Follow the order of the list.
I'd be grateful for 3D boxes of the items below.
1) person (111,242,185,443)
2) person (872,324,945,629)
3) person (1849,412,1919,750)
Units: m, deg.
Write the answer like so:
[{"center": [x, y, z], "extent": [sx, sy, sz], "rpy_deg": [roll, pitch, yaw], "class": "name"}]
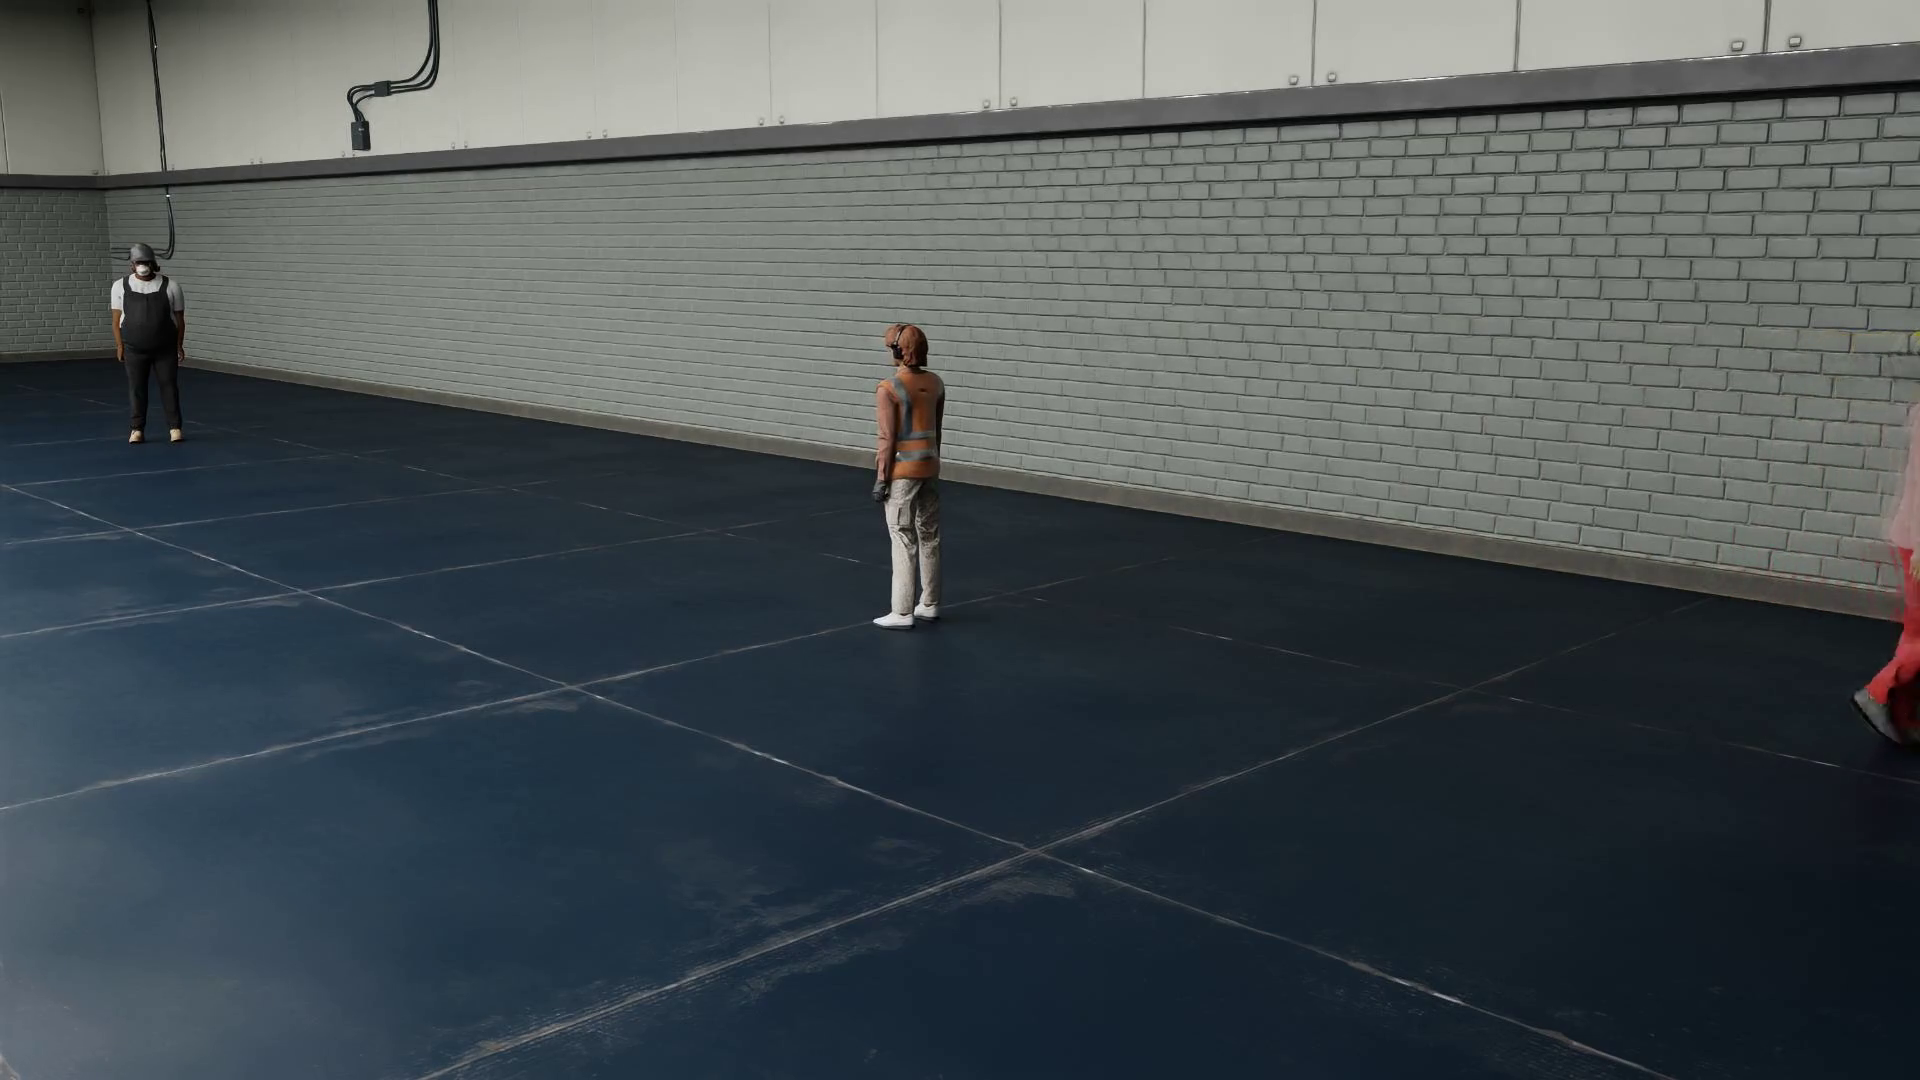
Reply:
[{"center": [-8.305, -2.003, 17.067], "extent": [0.682, 2.000, 0.537], "rpy_deg": [-4, 11, -23], "class": "person"}, {"center": [-0.271, -0.342, 8.986], "extent": [0.307, 1.641, 0.512], "rpy_deg": [8, 13, 36], "class": "person"}, {"center": [3.969, 0.012, 6.729], "extent": [0.365, 1.751, 0.555], "rpy_deg": [7, 12, 33], "class": "person"}]
